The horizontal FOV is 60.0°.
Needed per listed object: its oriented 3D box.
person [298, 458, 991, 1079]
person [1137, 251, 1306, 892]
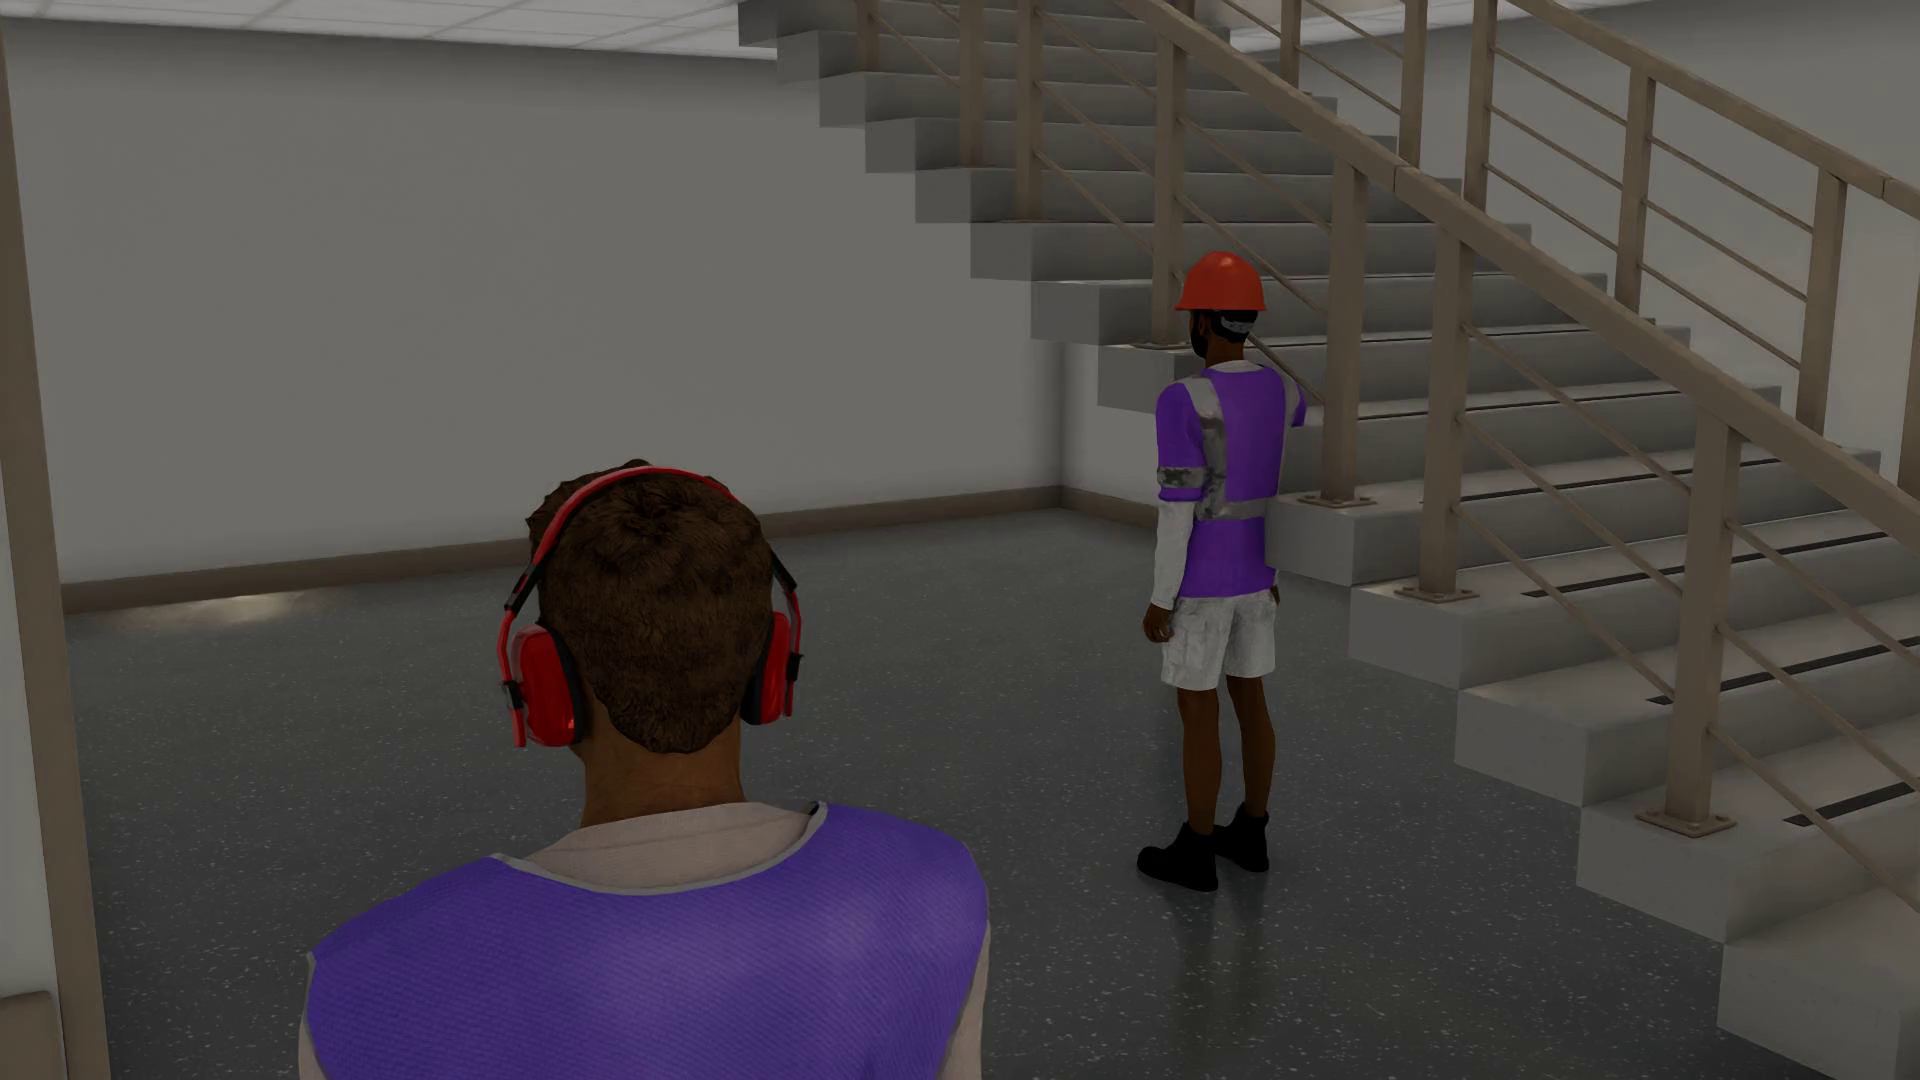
[{"bbox_3d":[-0.228,0.852,1.418,0.560,1.837,0.392,-6,12,-30],"label":"person"},{"bbox_3d":[0.777,0.103,5.075,0.545,1.938,0.356,-8,13,-36],"label":"person"}]
